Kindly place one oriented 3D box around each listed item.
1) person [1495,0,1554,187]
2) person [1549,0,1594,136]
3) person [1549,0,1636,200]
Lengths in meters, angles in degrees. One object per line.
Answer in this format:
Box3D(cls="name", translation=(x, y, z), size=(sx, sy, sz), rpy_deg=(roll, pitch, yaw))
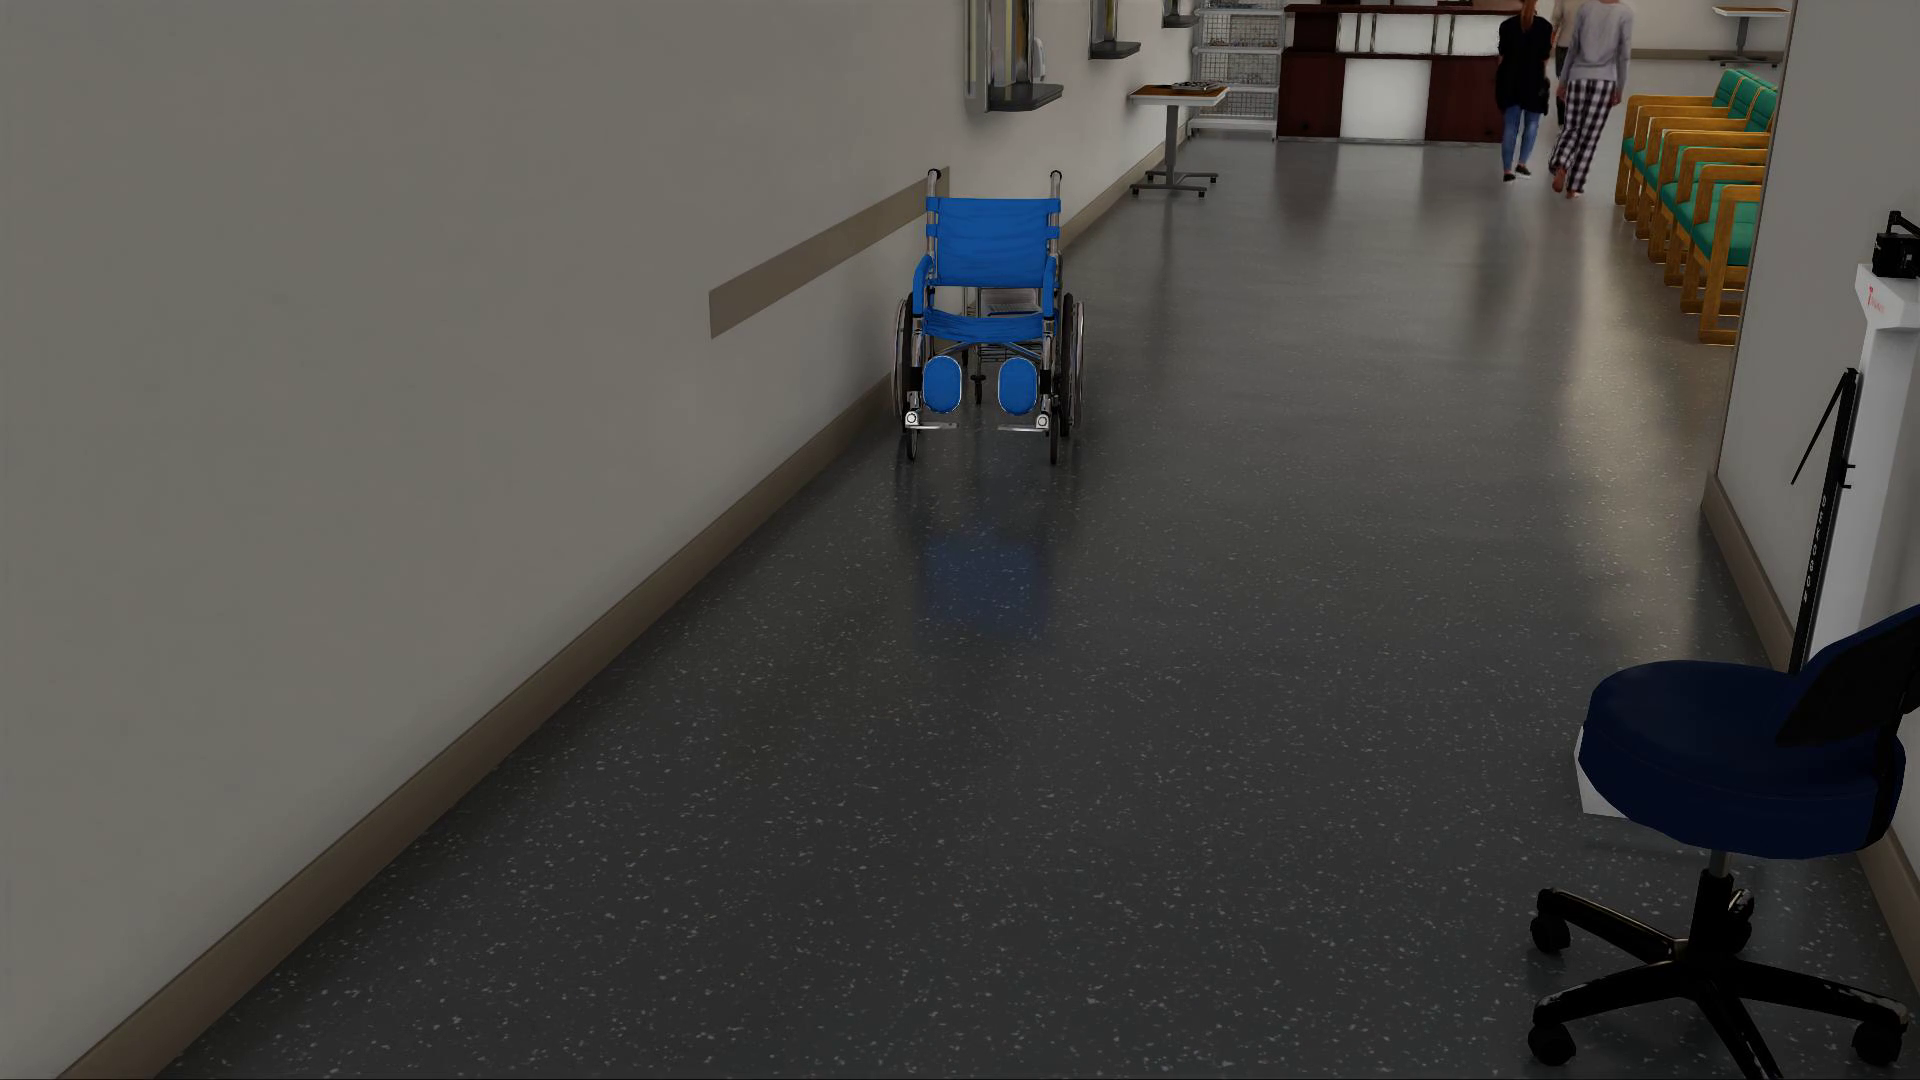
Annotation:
Box3D(cls="person", translation=(4.729, -3.841, 14.083), size=(0.719, 1.667, 0.772), rpy_deg=(11, 24, 28))
Box3D(cls="person", translation=(6.309, -5.030, 17.067), size=(1.032, 1.776, 0.853), rpy_deg=(9, 23, 22))
Box3D(cls="person", translation=(5.035, -3.626, 13.290), size=(0.796, 1.826, 0.854), rpy_deg=(11, 24, 27))
